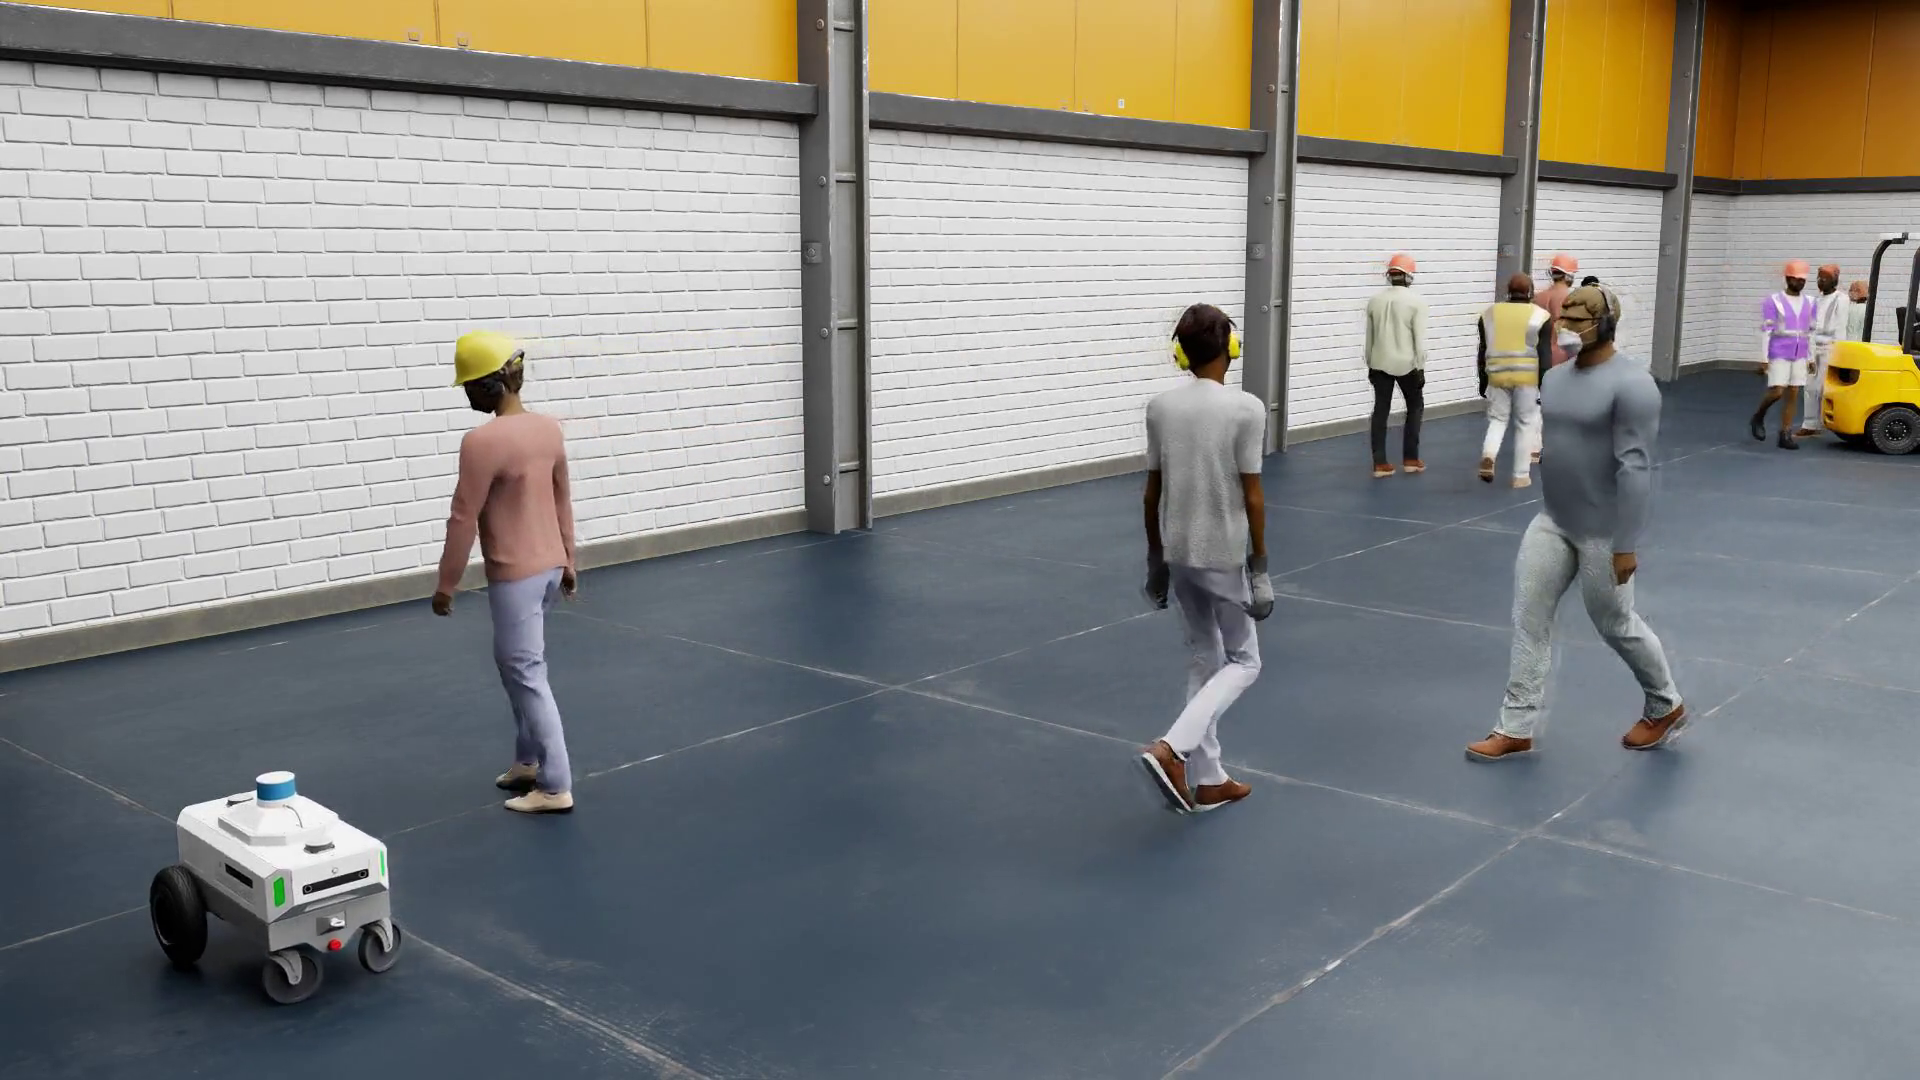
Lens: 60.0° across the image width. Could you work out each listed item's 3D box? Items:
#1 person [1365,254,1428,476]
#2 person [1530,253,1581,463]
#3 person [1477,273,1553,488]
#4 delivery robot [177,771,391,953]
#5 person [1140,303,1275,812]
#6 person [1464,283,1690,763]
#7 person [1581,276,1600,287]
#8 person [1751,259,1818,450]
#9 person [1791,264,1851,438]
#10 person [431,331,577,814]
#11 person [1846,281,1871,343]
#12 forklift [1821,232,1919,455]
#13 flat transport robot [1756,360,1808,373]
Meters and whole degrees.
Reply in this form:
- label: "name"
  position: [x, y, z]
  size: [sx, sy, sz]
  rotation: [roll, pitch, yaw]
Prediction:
- label: "person"
  position: [3.949, -1.565, 14.900]
  size: [0.651, 1.965, 0.775]
  rotation: [9, 13, 42]
- label: "person"
  position: [5.740, -1.721, 15.801]
  size: [0.836, 1.964, 0.654]
  rotation: [-6, 12, -32]
- label: "person"
  position: [4.649, -1.329, 13.994]
  size: [0.641, 1.823, 0.562]
  rotation: [6, 12, 33]
- label: "delivery robot"
  position: [-1.905, 0.895, 4.669]
  size: [0.707, 0.478, 0.477]
  rotation: [10, 14, 44]
- label: "person"
  position: [0.853, 0.088, 5.886]
  size: [0.542, 1.838, 0.539]
  rotation: [-9, 13, -41]
- label: "person"
  position: [2.514, -0.062, 6.568]
  size: [0.968, 1.903, 0.639]
  rotation: [-3, 11, -19]
- label: "person"
  position: [7.736, -2.412, 20.545]
  size: [0.529, 1.690, 0.321]
  rotation: [2, 10, 13]
- label: "person"
  position: [8.379, -1.885, 16.882]
  size: [0.549, 1.918, 0.545]
  rotation: [-1, 10, -5]
- label: "person"
  position: [9.222, -1.984, 17.595]
  size: [0.620, 1.868, 0.591]
  rotation: [-1, 10, -3]
- label: "person"
  position: [-1.632, 0.126, 5.960]
  size: [0.575, 1.733, 0.524]
  rotation: [3, 10, 15]
- label: "person"
  position: [10.747, -2.279, 19.937]
  size: [0.501, 1.633, 0.279]
  rotation: [-8, 13, -38]
- label: "forklift"
  position: [9.955, -1.972, 16.595]
  size: [2.313, 2.155, 1.214]
  rotation: [1, 10, 8]
- label: "flat transport robot"
  position: [13.553, -2.766, 26.590]
  size: [1.431, 0.197, 0.652]
  rotation: [3, 10, 18]
